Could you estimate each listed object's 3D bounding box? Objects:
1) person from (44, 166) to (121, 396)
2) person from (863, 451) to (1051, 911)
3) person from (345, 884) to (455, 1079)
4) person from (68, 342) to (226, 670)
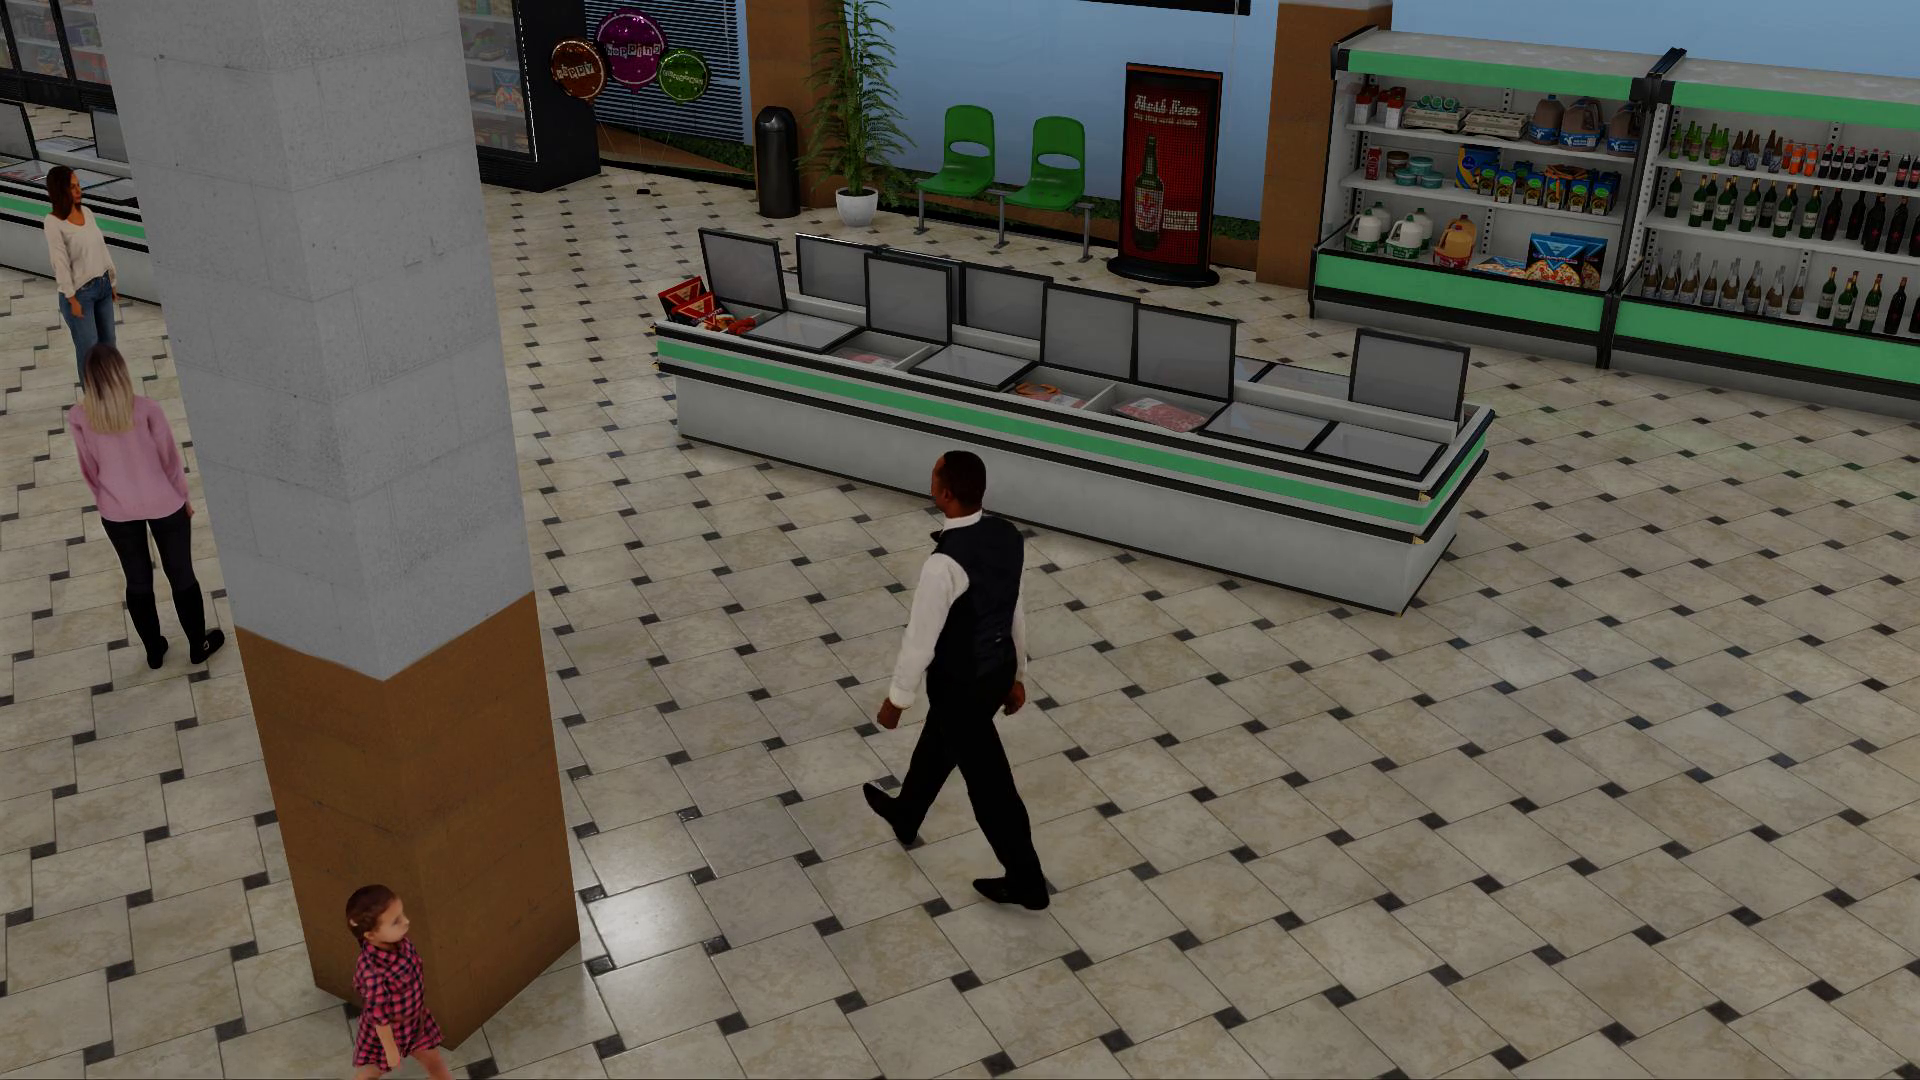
[{"bbox_3d":[-5.730,-1.611,10.883,0.645,1.677,0.669,6,27,11],"label":"person"},{"bbox_3d":[0.108,0.603,6.304,1.222,1.871,0.767,17,31,30],"label":"person"},{"bbox_3d":[-1.880,1.541,5.406,0.794,1.010,0.585,4,27,8],"label":"person"},{"bbox_3d":[-3.940,-0.158,8.008,0.667,1.687,0.745,-4,27,-8],"label":"person"}]
